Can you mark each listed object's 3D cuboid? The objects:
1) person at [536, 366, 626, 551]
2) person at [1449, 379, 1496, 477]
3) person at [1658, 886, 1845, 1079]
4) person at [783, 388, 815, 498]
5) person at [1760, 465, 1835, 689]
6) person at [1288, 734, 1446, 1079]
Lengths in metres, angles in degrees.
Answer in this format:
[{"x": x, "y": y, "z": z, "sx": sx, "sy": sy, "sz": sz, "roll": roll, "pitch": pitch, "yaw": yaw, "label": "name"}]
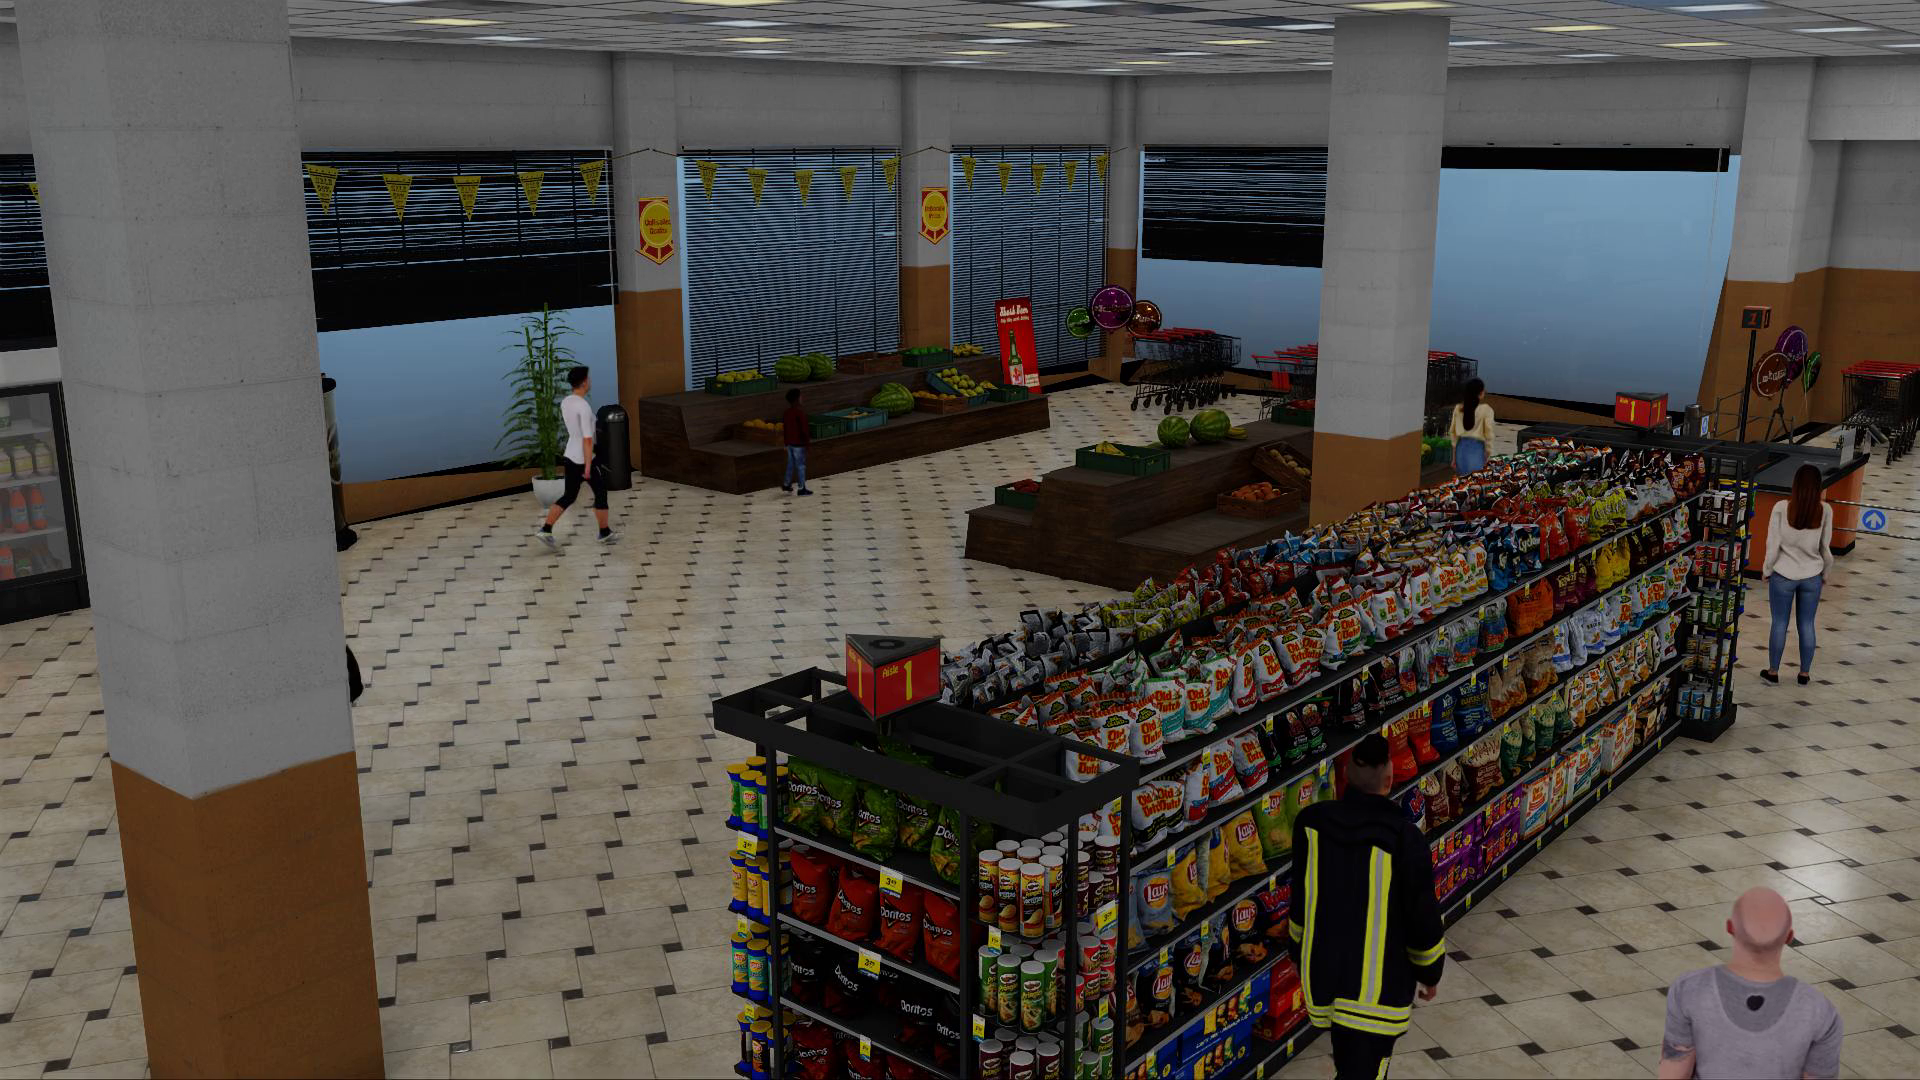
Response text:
[{"x": -3.849, "y": -0.789, "z": 16.506, "sx": 0.745, "sy": 1.824, "sz": 1.209, "roll": 13, "pitch": 19, "yaw": 42, "label": "person"}, {"x": 5.233, "y": -0.832, "z": 17.124, "sx": 0.859, "sy": 1.617, "sz": 0.696, "roll": -13, "pitch": 19, "yaw": -43, "label": "person"}, {"x": 2.445, "y": 1.934, "z": 5.249, "sx": 0.725, "sy": 1.837, "sz": 0.679, "roll": 6, "pitch": 15, "yaw": 23, "label": "person"}, {"x": -1.905, "y": -1.107, "z": 19.028, "sx": 0.539, "sy": 1.253, "sz": 0.534, "roll": -13, "pitch": 19, "yaw": -43, "label": "person"}, {"x": 6.265, "y": 0.264, "z": 12.445, "sx": 0.695, "sy": 1.691, "sz": 0.686, "roll": 4, "pitch": 14, "yaw": 16, "label": "person"}, {"x": 1.514, "y": 1.643, "z": 6.448, "sx": 0.758, "sy": 1.838, "sz": 1.100, "roll": 11, "pitch": 17, "yaw": 38, "label": "person"}]
